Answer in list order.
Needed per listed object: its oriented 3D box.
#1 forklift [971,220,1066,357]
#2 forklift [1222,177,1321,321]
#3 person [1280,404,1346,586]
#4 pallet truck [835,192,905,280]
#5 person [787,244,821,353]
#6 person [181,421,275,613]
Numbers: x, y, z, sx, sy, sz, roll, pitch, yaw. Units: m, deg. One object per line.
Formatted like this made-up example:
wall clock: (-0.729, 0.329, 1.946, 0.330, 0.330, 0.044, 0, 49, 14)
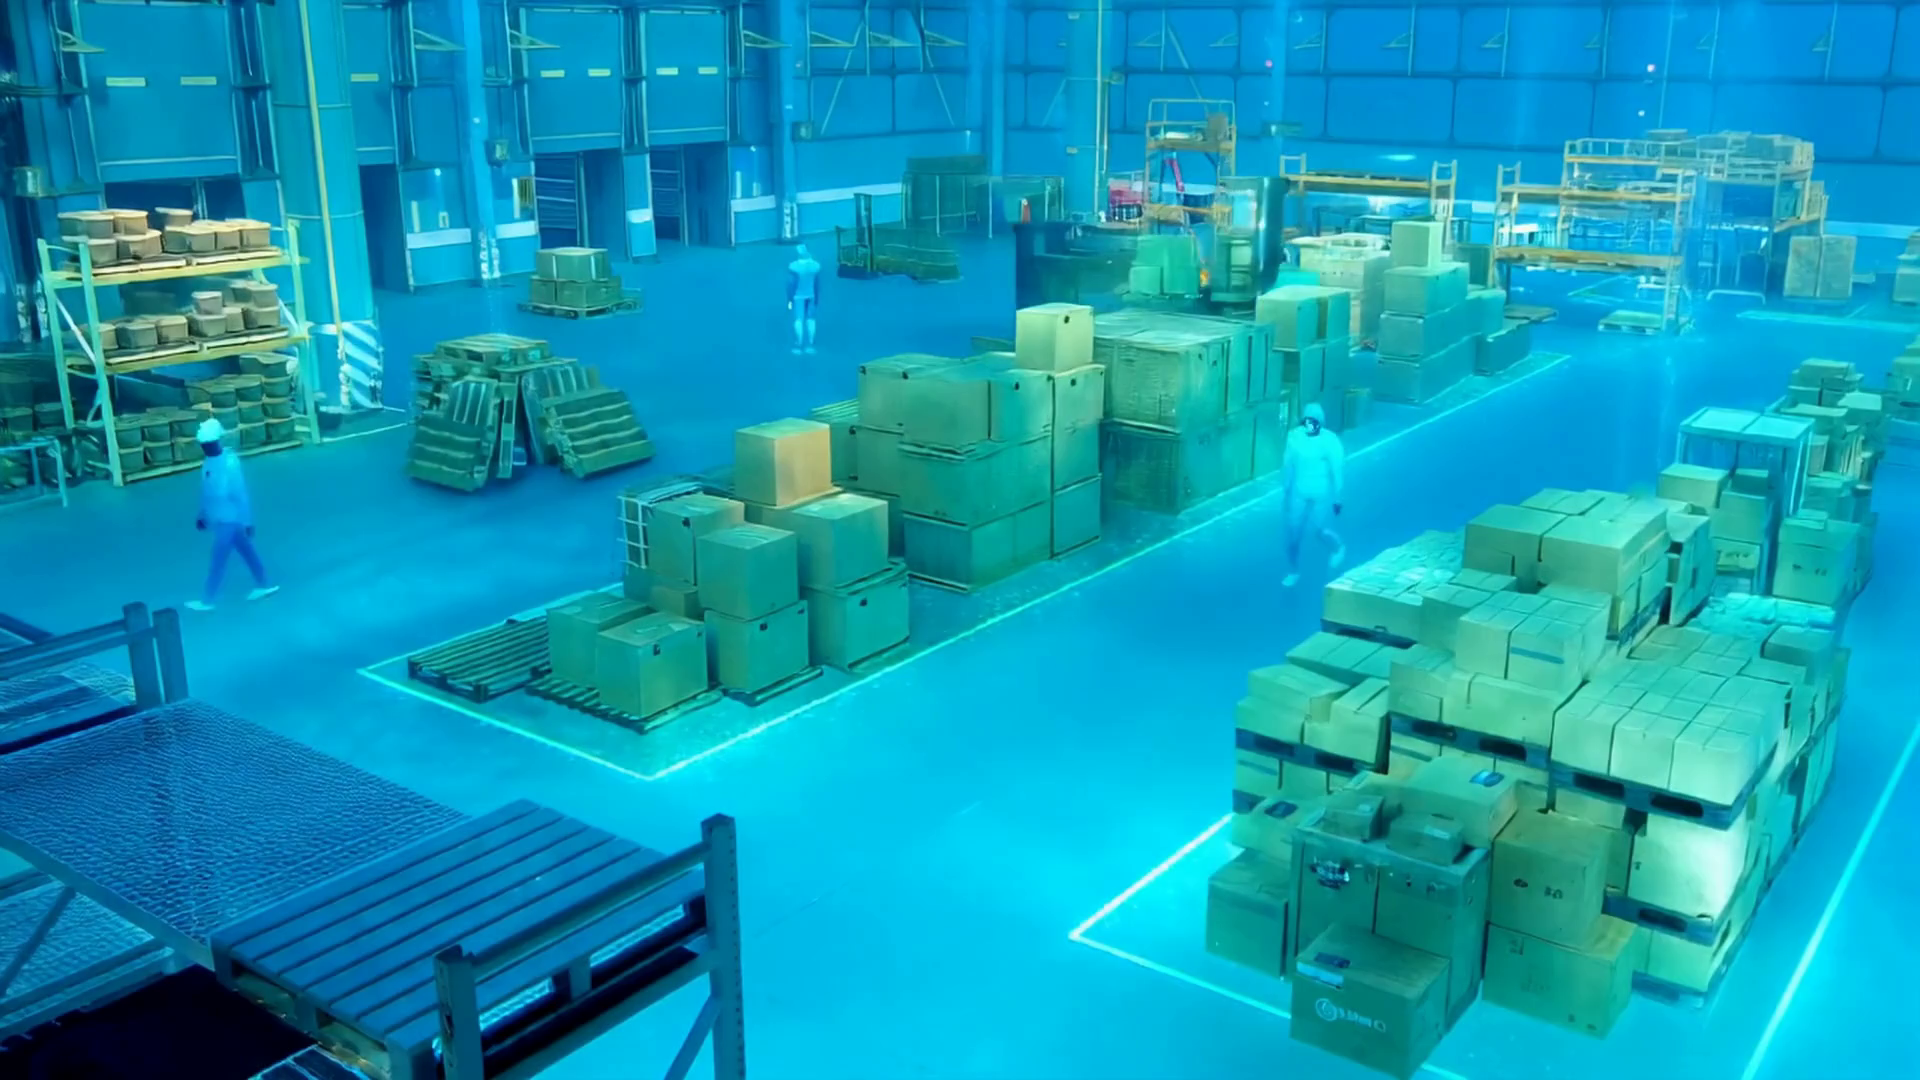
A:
forklift: (1.164, -3.338, 24.826, 1.873, 2.768, 1.129, 12, 21, 35)
forklift: (6.119, -5.635, 32.435, 1.873, 2.768, 1.129, 3, 17, 10)
person: (3.657, -0.497, 17.077, 0.660, 1.912, 0.723, 15, 23, 41)
pallet truck: (-1.936, -7.159, 38.982, 1.885, 1.965, 0.823, -12, 21, -34)
person: (-2.771, -4.295, 29.630, 0.640, 1.927, 0.388, -9, 19, -27)
person: (-7.246, -0.240, 16.273, 0.615, 1.871, 0.976, 15, 23, 41)
